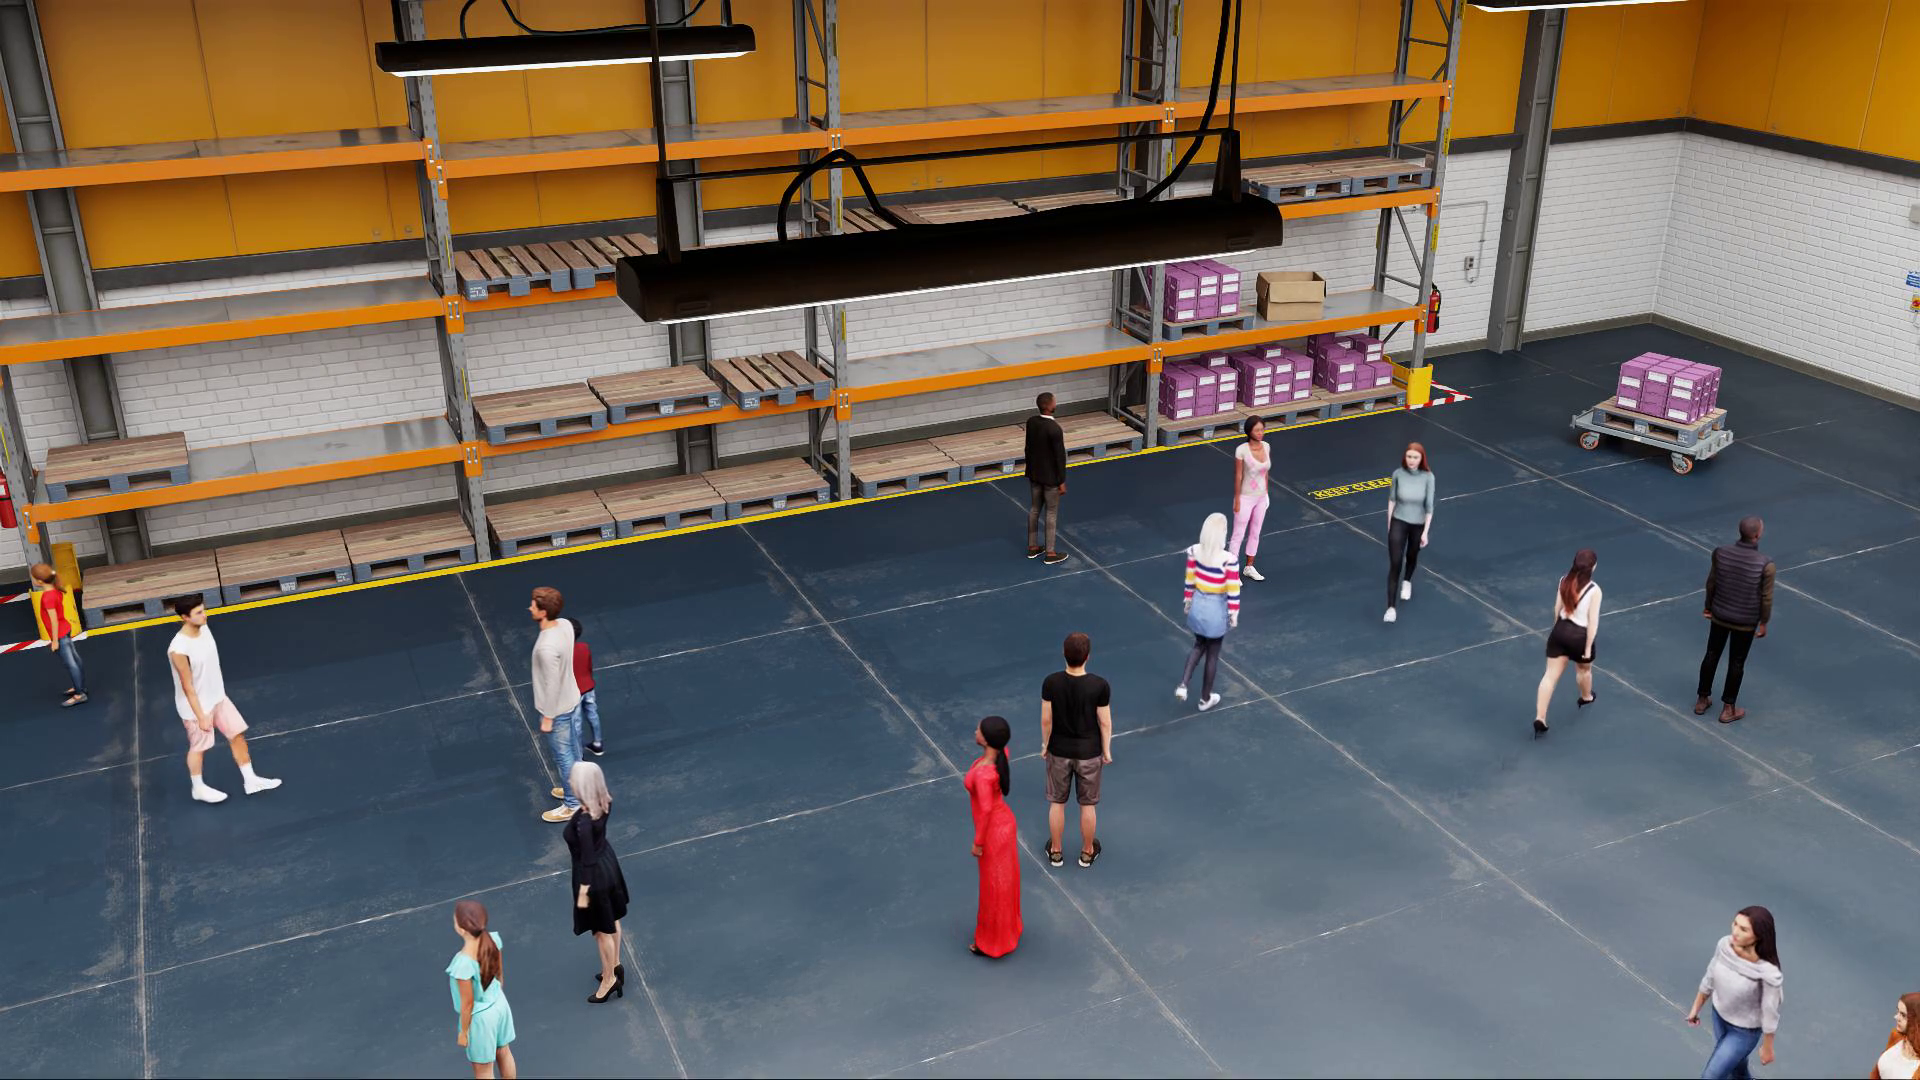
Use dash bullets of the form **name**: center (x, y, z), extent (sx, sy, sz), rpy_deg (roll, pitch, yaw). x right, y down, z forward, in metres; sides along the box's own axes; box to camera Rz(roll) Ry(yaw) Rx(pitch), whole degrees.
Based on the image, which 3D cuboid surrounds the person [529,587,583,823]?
- **person**: center (-3.020, 1.219, 12.520), extent (0.741, 1.905, 0.751), rpy_deg (1, 24, 1)

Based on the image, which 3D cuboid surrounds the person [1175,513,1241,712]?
- **person**: center (2.048, 0.638, 13.979), extent (0.797, 1.801, 0.853), rpy_deg (19, 30, 37)

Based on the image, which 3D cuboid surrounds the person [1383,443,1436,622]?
- **person**: center (4.295, -0.107, 15.830), extent (1.115, 1.684, 1.195), rpy_deg (9, 25, 21)

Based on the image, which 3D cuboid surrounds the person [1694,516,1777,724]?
- **person**: center (6.475, 0.647, 13.917), extent (0.687, 1.836, 0.756), rpy_deg (-20, 31, -38)

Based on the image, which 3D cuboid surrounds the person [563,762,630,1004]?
- **person**: center (-2.317, 2.159, 10.567), extent (0.711, 1.747, 0.691), rpy_deg (1, 24, 3)

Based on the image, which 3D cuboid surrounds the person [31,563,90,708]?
- **person**: center (-7.699, 0.789, 14.246), extent (0.501, 1.310, 0.499), rpy_deg (-7, 25, -16)

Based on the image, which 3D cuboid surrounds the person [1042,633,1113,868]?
- **person**: center (0.814, 1.505, 11.922), extent (0.712, 1.862, 0.823), rpy_deg (3, 24, 6)

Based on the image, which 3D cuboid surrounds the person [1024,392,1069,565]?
- **person**: center (0.867, -0.641, 16.907), extent (0.676, 1.800, 0.721), rpy_deg (-21, 31, -39)

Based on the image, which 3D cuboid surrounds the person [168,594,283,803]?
- **person**: center (-5.861, 1.223, 12.693), extent (1.045, 1.760, 0.927), rpy_deg (3, 24, 6)

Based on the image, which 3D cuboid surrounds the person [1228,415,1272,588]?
- **person**: center (2.869, -0.401, 16.430), extent (0.472, 1.742, 0.659), rpy_deg (-13, 27, -28)

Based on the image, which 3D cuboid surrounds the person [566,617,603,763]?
- **person**: center (-3.070, 1.202, 13.374), extent (0.631, 1.252, 0.537), rpy_deg (18, 29, 36)

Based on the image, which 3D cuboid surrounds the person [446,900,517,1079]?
- **person**: center (-2.732, 2.715, 9.532), extent (0.710, 1.558, 0.648), rpy_deg (9, 25, 20)

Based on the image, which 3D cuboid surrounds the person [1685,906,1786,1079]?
- **person**: center (4.456, 2.753, 9.405), extent (1.058, 1.590, 0.786), rpy_deg (-5, 24, -10)

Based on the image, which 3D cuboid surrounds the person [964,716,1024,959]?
- **person**: center (0.229, 1.951, 11.000), extent (0.797, 1.783, 0.742), rpy_deg (8, 25, 17)

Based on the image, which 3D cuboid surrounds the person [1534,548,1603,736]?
- **person**: center (4.978, 0.875, 13.693), extent (1.173, 1.596, 0.822), rpy_deg (-21, 31, -39)
